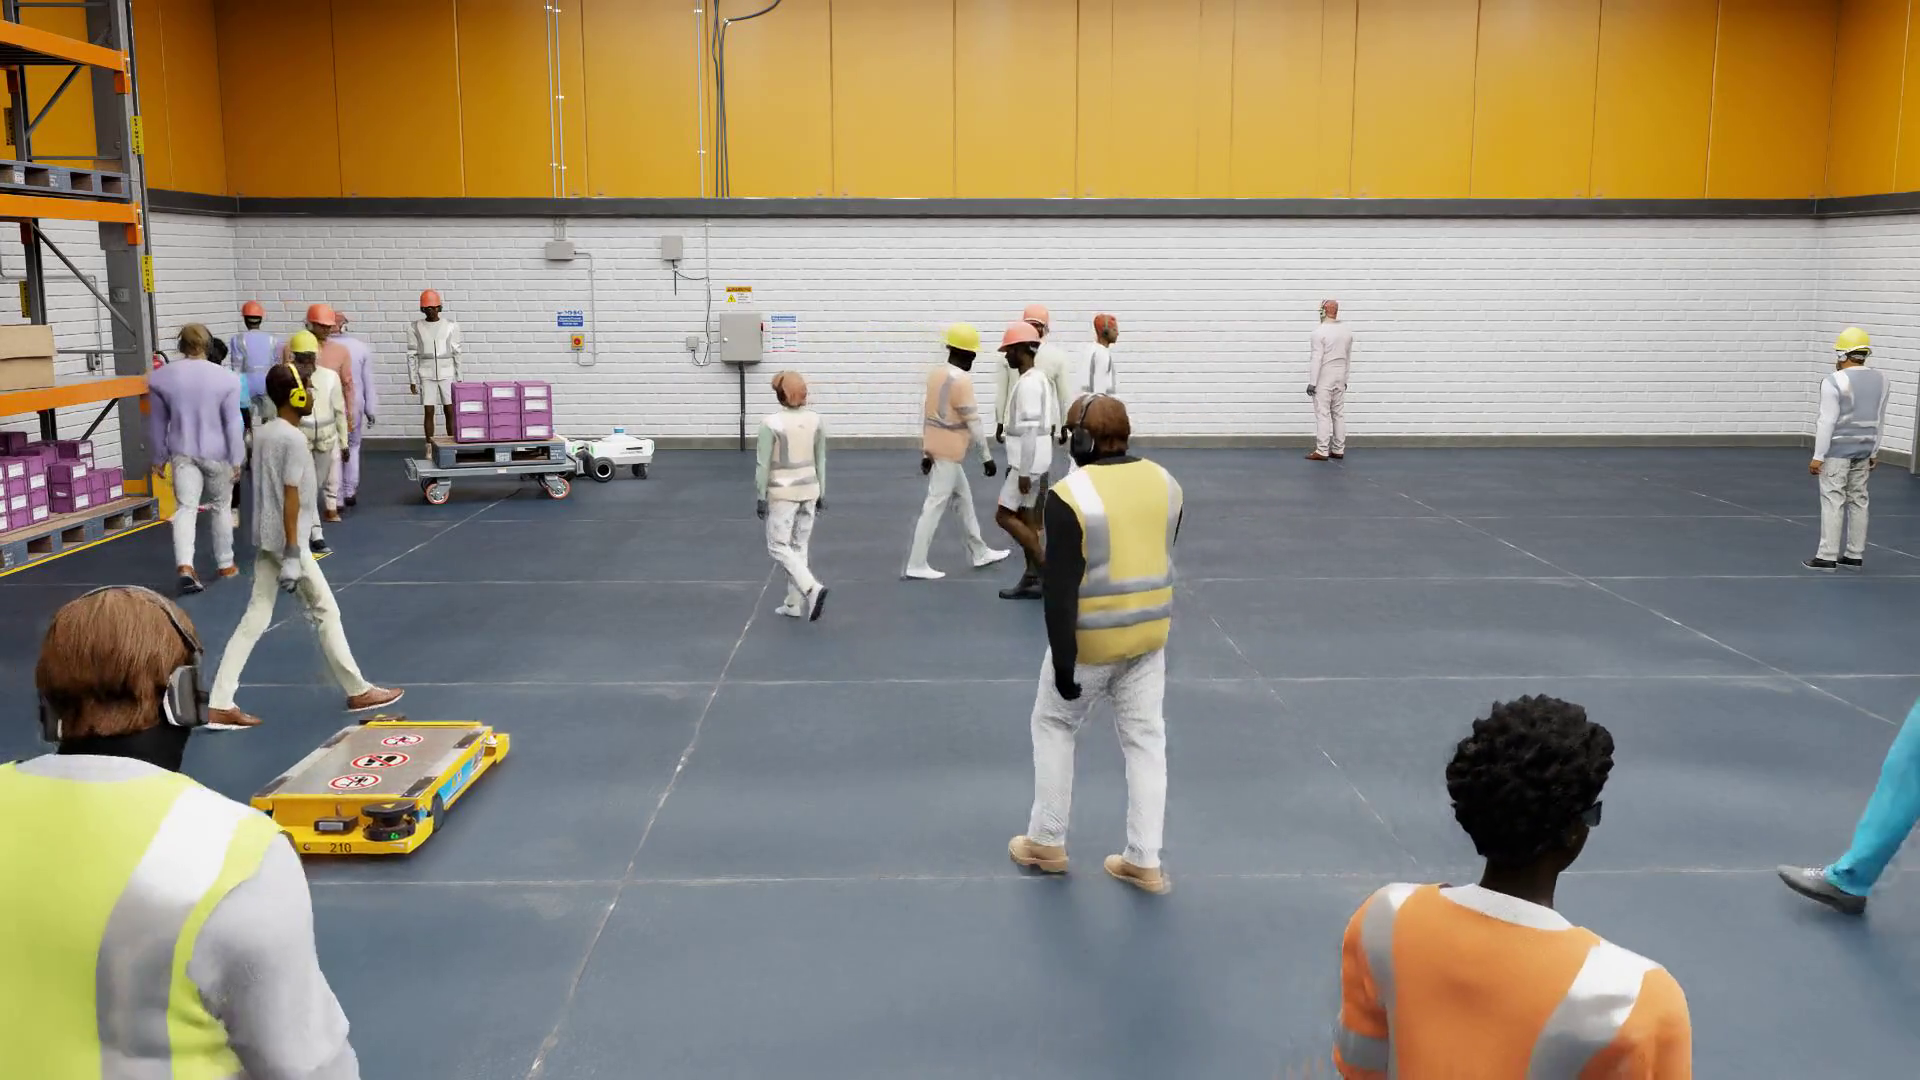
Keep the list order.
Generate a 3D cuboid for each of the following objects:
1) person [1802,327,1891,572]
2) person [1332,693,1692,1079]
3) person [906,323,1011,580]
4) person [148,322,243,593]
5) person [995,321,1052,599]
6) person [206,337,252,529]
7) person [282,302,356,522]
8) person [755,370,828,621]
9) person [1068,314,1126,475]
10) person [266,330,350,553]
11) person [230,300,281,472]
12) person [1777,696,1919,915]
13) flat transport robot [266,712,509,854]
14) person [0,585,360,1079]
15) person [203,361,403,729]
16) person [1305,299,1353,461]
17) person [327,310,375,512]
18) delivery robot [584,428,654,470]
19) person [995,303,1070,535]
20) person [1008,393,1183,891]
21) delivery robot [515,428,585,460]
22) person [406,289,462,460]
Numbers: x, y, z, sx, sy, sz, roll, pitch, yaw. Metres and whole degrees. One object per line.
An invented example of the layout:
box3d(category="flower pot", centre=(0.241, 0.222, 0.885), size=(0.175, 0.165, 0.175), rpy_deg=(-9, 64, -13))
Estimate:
box3d(category="person", centre=(6.622, -0.673, 12.458), size=(0.600, 1.836, 0.404), rpy_deg=(-3, 10, -18))
box3d(category="person", centre=(0.872, 1.043, 2.467), size=(0.783, 1.671, 0.538), rpy_deg=(-6, 11, -35))
box3d(category="person", centre=(0.007, -0.647, 12.206), size=(0.966, 1.864, 0.595), rpy_deg=(-3, 10, -20))
box3d(category="person", centre=(-5.409, -0.592, 11.790), size=(0.645, 1.903, 0.975), rpy_deg=(-2, 9, -12))
box3d(category="person", centre=(0.437, -0.528, 11.347), size=(0.406, 1.911, 0.554), rpy_deg=(1, 9, 8))
box3d(category="person", centre=(-6.474, -0.947, 14.605), size=(0.539, 1.683, 0.536), rpy_deg=(-2, 9, -10))
box3d(category="person", centre=(-5.741, -1.138, 14.907), size=(0.632, 1.969, 0.489), rpy_deg=(-7, 11, -36))
box3d(category="person", centre=(-1.029, -0.265, 10.605), size=(0.514, 1.627, 0.618), rpy_deg=(-8, 12, -41))
box3d(category="person", centre=(1.408, -1.183, 15.583), size=(0.968, 1.836, 0.583), rpy_deg=(-2, 9, -12))
box3d(category="person", centre=(-5.330, -0.827, 13.556), size=(0.589, 1.787, 0.923), rpy_deg=(-8, 12, -41))
box3d(category="person", centre=(-7.788, -1.681, 18.413), size=(0.550, 1.920, 0.479), rpy_deg=(-6, 11, -33))
box3d(category="person", centre=(3.330, 0.443, 5.685), size=(0.892, 1.803, 0.600), rpy_deg=(9, 13, 44))
box3d(category="flat transport robot", centre=(-2.419, 0.997, 7.009), size=(0.652, 0.197, 1.431), rpy_deg=(0, 9, 0))
box3d(category="person", centre=(-1.179, 0.975, 2.410), size=(0.666, 1.819, 0.435), rpy_deg=(3, 10, 17))
box3d(category="person", centre=(-3.360, 0.022, 8.288), size=(0.538, 1.817, 0.993), rpy_deg=(9, 13, 43))
box3d(category="person", centre=(4.354, -1.897, 19.753), size=(0.650, 1.906, 0.401), rpy_deg=(-7, 11, -35))
box3d(category="person", centre=(-5.887, -1.217, 15.680), size=(0.686, 1.867, 0.752), rpy_deg=(-5, 10, -26))
box3d(category="delivery robot", centre=(-3.662, -0.966, 17.891), size=(0.707, 0.478, 0.477), rpy_deg=(-4, 10, -24))
box3d(category="person", centre=(0.627, -1.019, 14.148), size=(0.643, 1.974, 0.440), rpy_deg=(1, 9, 8))
box3d(category="person", centre=(0.497, 0.365, 6.179), size=(0.649, 1.818, 0.746), rpy_deg=(-6, 11, -32))
box3d(category="delivery robot", centre=(-4.412, -0.965, 17.886), size=(0.707, 0.478, 0.477), rpy_deg=(2, 9, 10))
box3d(category="person", centre=(-6.164, -1.921, 19.548), size=(0.612, 2.029, 0.407), rpy_deg=(-3, 10, -19))
